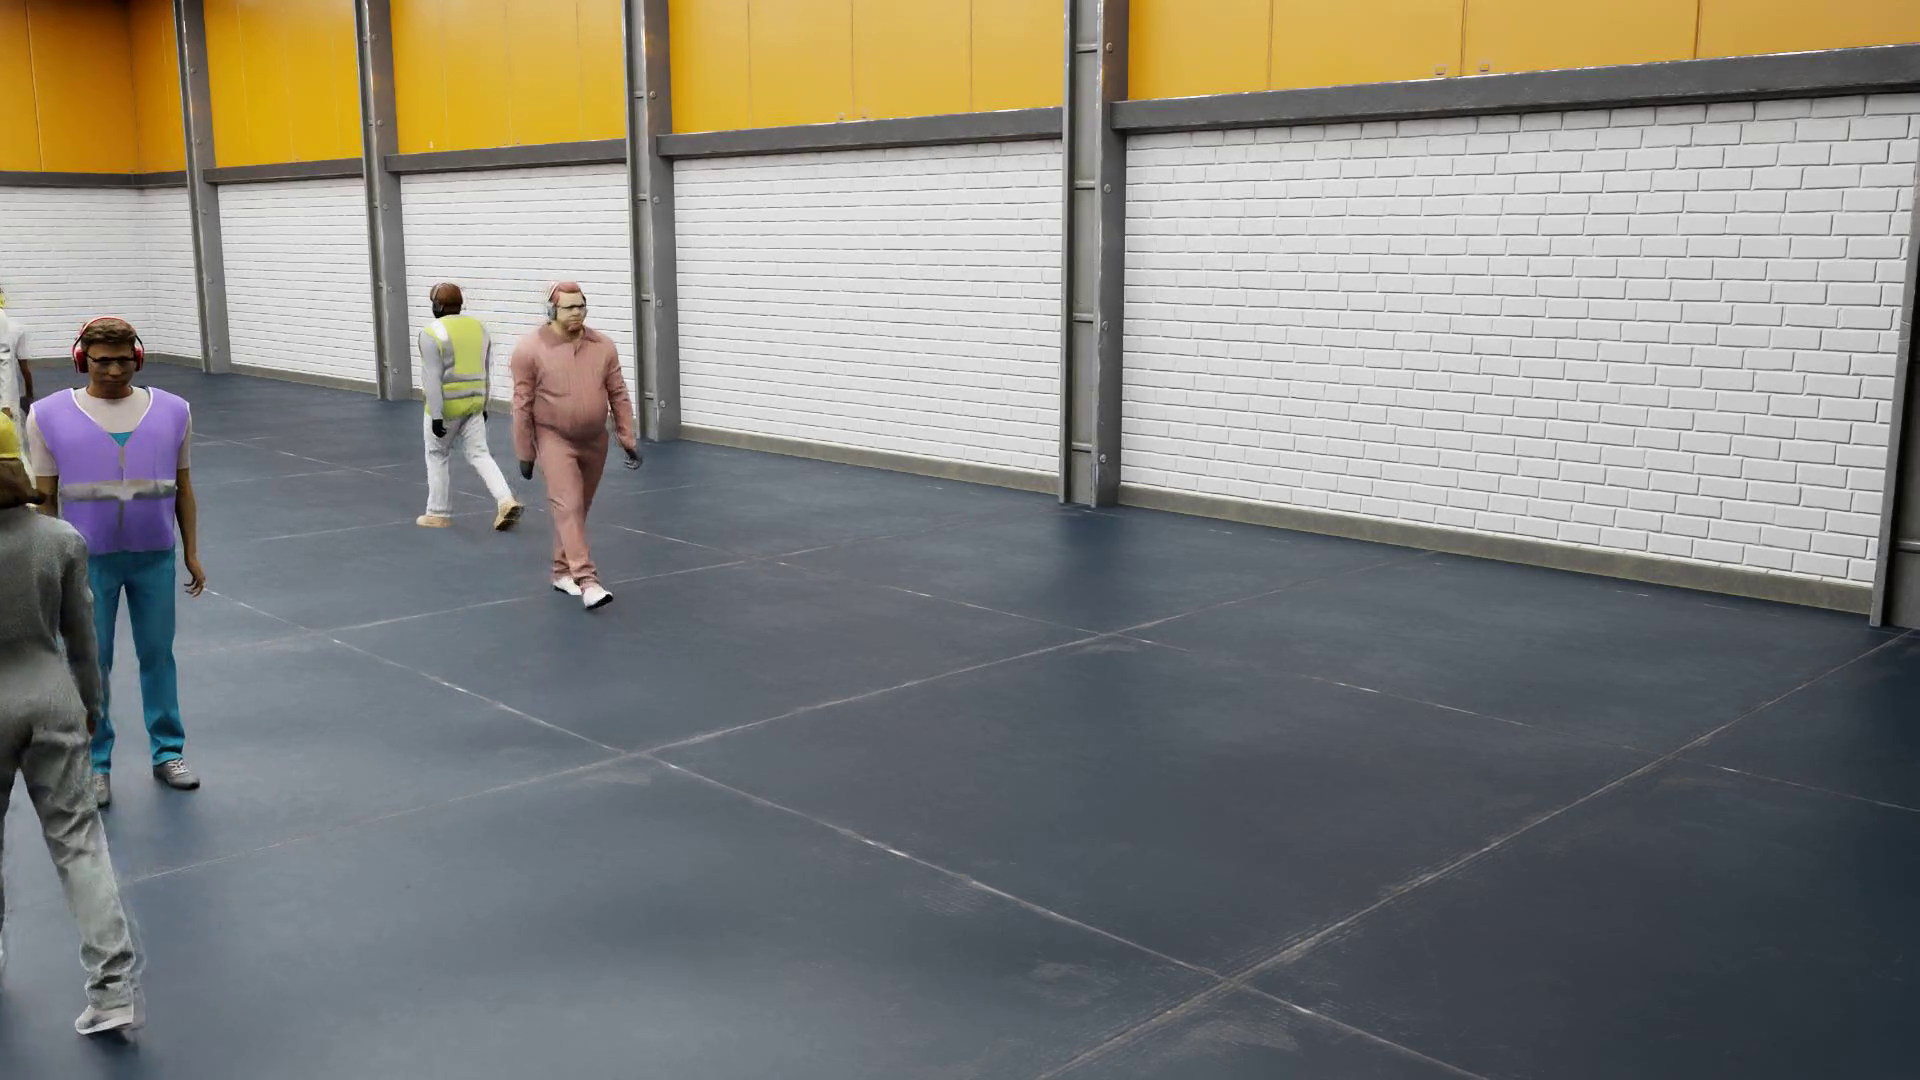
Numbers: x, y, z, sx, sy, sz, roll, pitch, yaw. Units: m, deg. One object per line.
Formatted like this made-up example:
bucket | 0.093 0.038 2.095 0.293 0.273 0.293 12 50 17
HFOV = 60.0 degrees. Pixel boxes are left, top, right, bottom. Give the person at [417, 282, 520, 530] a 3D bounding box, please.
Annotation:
person | -3.583 -0.955 12.016 0.889 1.812 0.634 6 12 31

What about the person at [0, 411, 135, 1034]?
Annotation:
person | -2.534 0.482 4.481 0.904 1.699 0.501 8 13 38

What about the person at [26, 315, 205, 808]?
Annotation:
person | -3.176 0.071 6.315 0.564 1.837 0.401 -8 13 -39

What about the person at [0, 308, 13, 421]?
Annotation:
person | -6.808 -0.953 11.364 0.605 2.034 0.392 -3 11 -15

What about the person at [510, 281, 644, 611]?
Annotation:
person | -2.170 -0.539 9.559 0.659 1.857 0.970 -9 14 -41

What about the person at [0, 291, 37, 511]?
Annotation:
person | -7.047 -1.006 12.206 0.918 1.837 0.529 10 14 43
